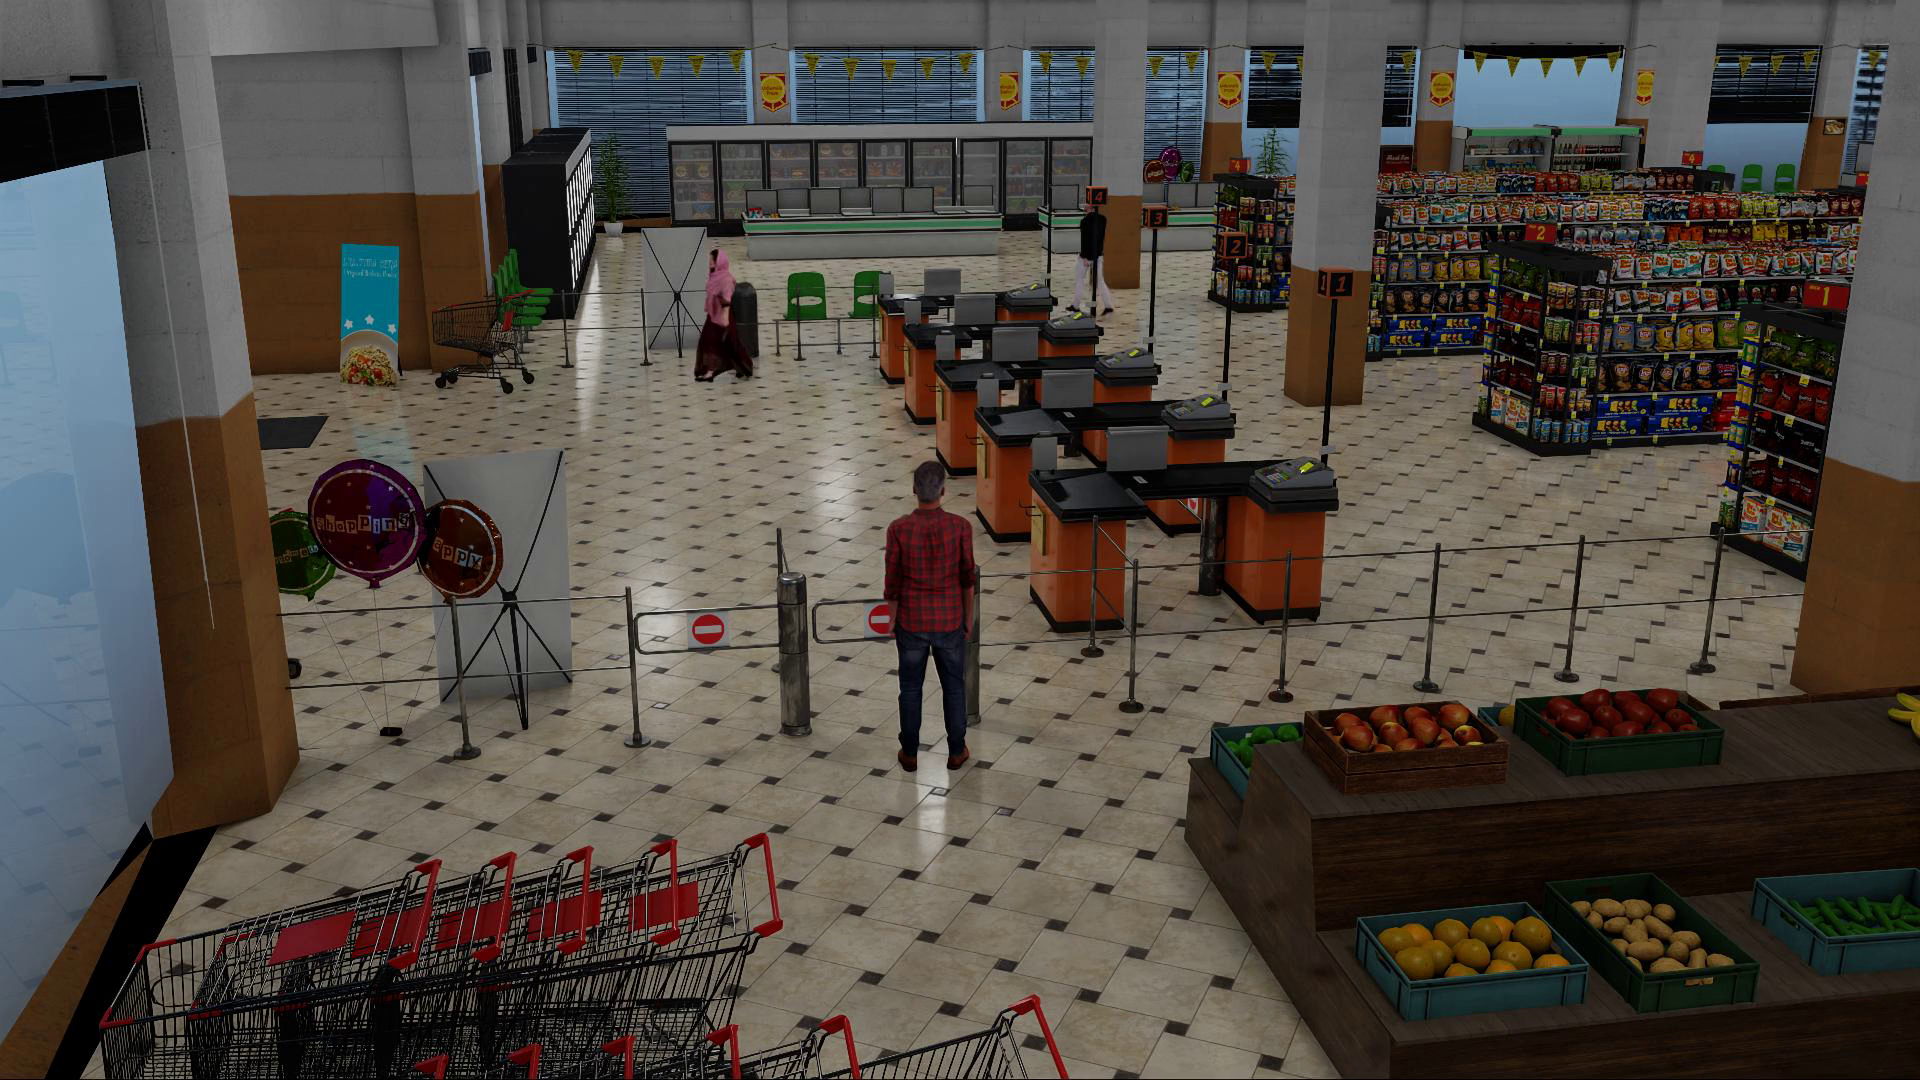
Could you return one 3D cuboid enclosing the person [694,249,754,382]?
[{"bbox_3d":[-2.875,-2.738,20.423,1.134,1.604,0.946,-13,21,-37],"label":"person"}]

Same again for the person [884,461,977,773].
[{"bbox_3d":[-0.170,0.441,9.563,0.519,1.831,0.764,-1,17,-3],"label":"person"}]

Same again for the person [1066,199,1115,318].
[{"bbox_3d":[2.051,-4.220,24.970,1.246,1.798,1.036,-10,20,-31],"label":"person"}]
